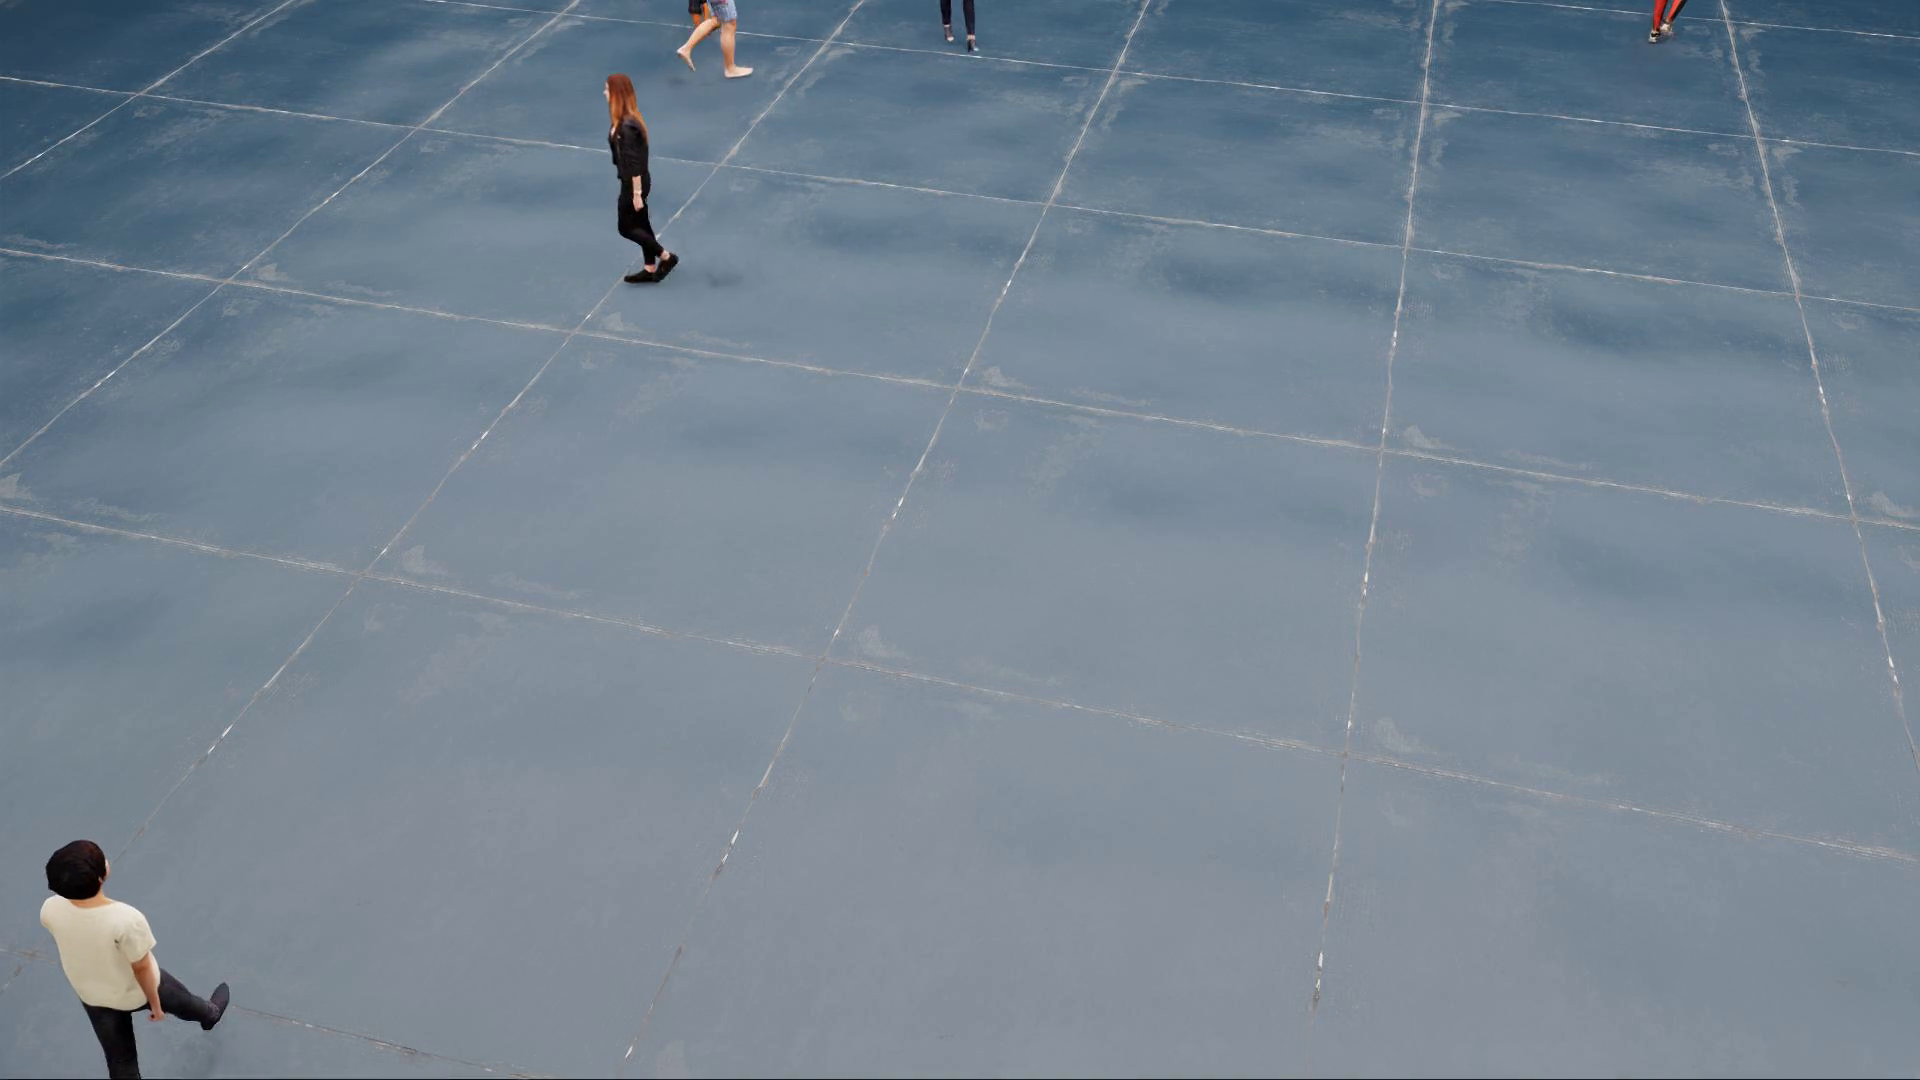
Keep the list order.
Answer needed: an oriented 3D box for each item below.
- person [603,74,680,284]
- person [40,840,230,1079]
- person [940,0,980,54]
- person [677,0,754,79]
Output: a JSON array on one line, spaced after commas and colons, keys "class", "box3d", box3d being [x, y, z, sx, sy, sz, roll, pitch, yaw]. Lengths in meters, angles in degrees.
[{"class": "person", "box3d": [-2.384, -2.718, 12.645, 0.815, 1.707, 0.742, -6, 38, -8]}, {"class": "person", "box3d": [-3.485, 1.912, 6.855, 0.749, 1.549, 1.062, 1, 38, 1]}, {"class": "person", "box3d": [-0.076, -5.762, 16.533, 0.961, 1.712, 1.101, -12, 40, -15]}, {"class": "person", "box3d": [-2.402, -5.266, 15.799, 1.004, 1.834, 0.989, -14, 40, -17]}]
